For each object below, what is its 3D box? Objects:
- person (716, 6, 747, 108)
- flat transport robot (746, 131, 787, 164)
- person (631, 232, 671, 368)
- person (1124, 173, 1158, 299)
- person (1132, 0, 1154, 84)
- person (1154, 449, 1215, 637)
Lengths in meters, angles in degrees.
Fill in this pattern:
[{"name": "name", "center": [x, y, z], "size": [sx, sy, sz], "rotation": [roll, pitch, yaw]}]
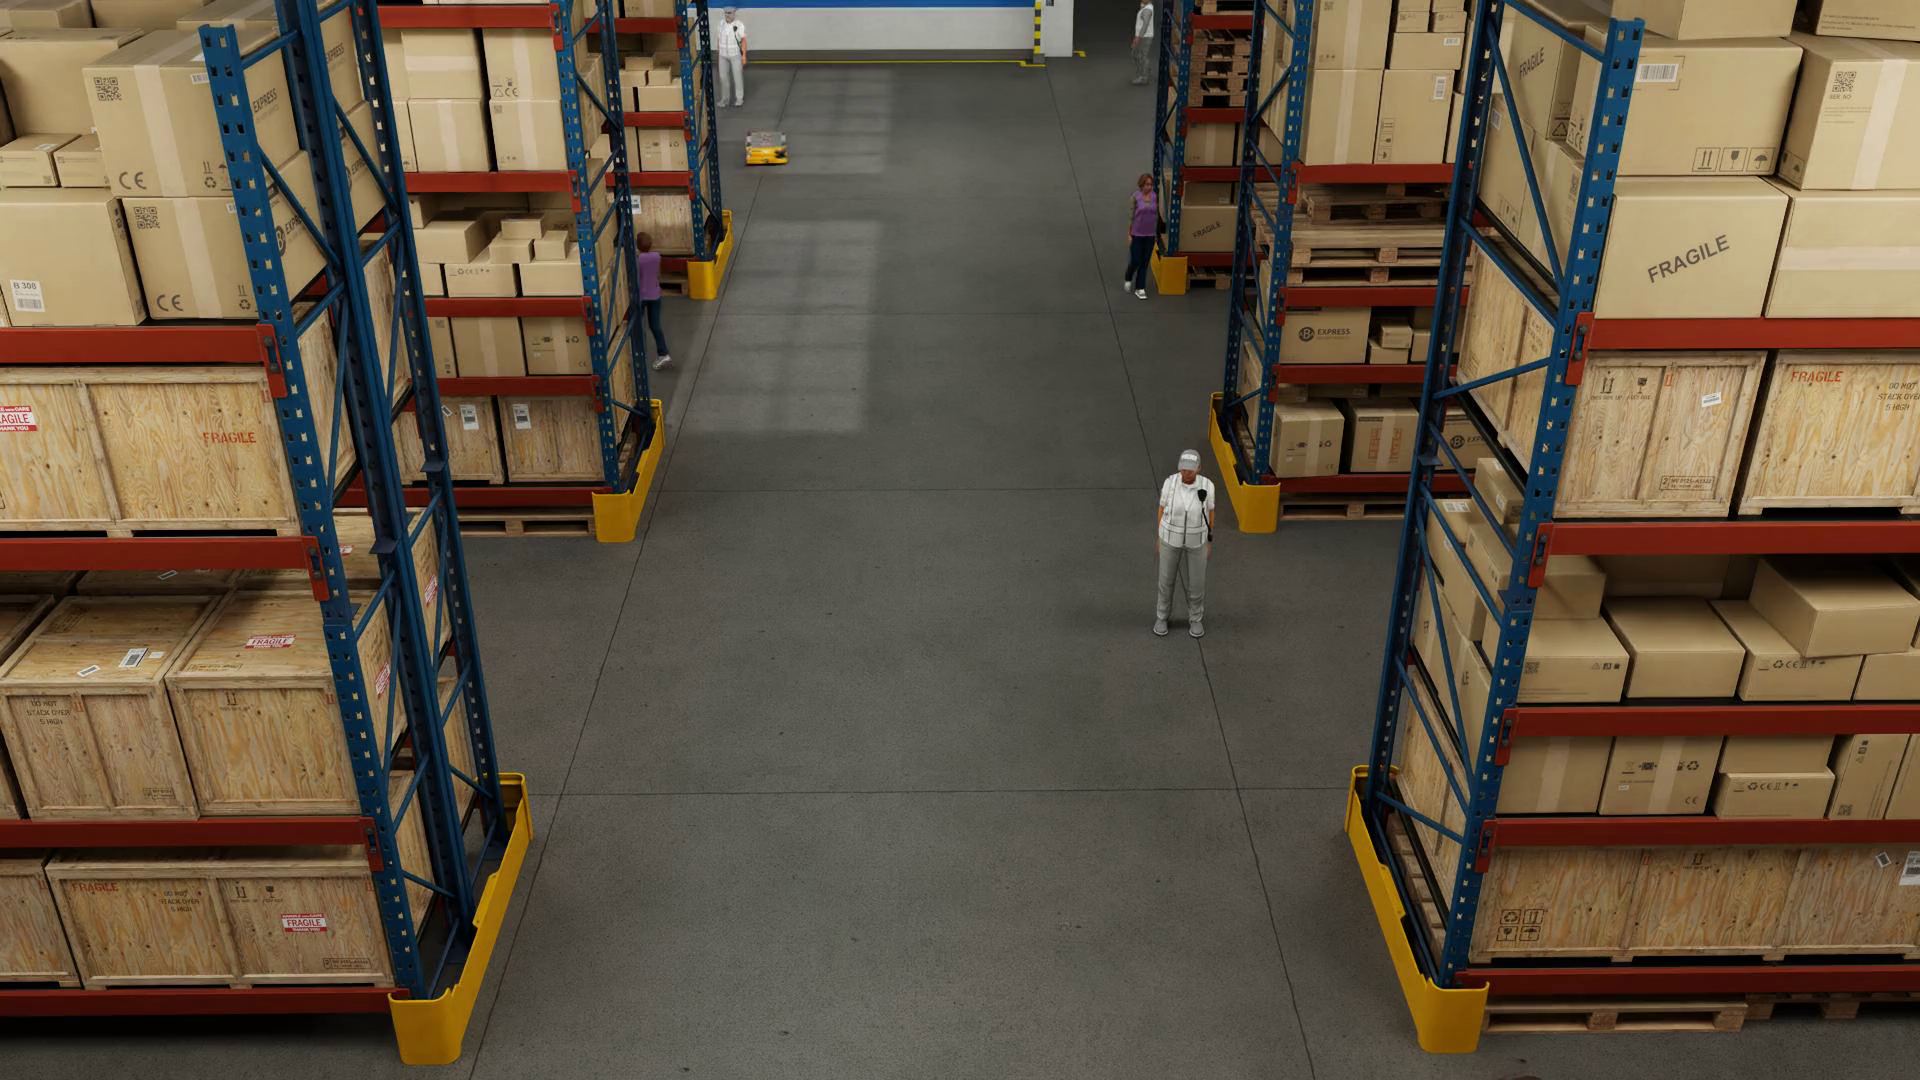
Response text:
[{"name": "person", "center": [-4.170, -8.787, 30.240], "size": [0.576, 1.748, 0.520], "rotation": [5, 29, 9]}, {"name": "flat transport robot", "center": [-3.227, -6.531, 27.701], "size": [0.659, 0.257, 1.431], "rotation": [-3, 28, -5]}, {"name": "person", "center": [-3.668, -2.828, 19.357], "size": [0.465, 1.549, 0.872], "rotation": [-15, 32, -26]}, {"name": "person", "center": [2.337, -3.915, 21.347], "size": [0.442, 1.595, 0.484], "rotation": [-9, 30, -16]}, {"name": "person", "center": [3.498, -9.618, 31.760], "size": [0.406, 1.783, 0.582], "rotation": [2, 28, 4]}, {"name": "person", "center": [1.888, 0.013, 13.991], "size": [0.468, 1.664, 0.391], "rotation": [4, 28, 7]}]
